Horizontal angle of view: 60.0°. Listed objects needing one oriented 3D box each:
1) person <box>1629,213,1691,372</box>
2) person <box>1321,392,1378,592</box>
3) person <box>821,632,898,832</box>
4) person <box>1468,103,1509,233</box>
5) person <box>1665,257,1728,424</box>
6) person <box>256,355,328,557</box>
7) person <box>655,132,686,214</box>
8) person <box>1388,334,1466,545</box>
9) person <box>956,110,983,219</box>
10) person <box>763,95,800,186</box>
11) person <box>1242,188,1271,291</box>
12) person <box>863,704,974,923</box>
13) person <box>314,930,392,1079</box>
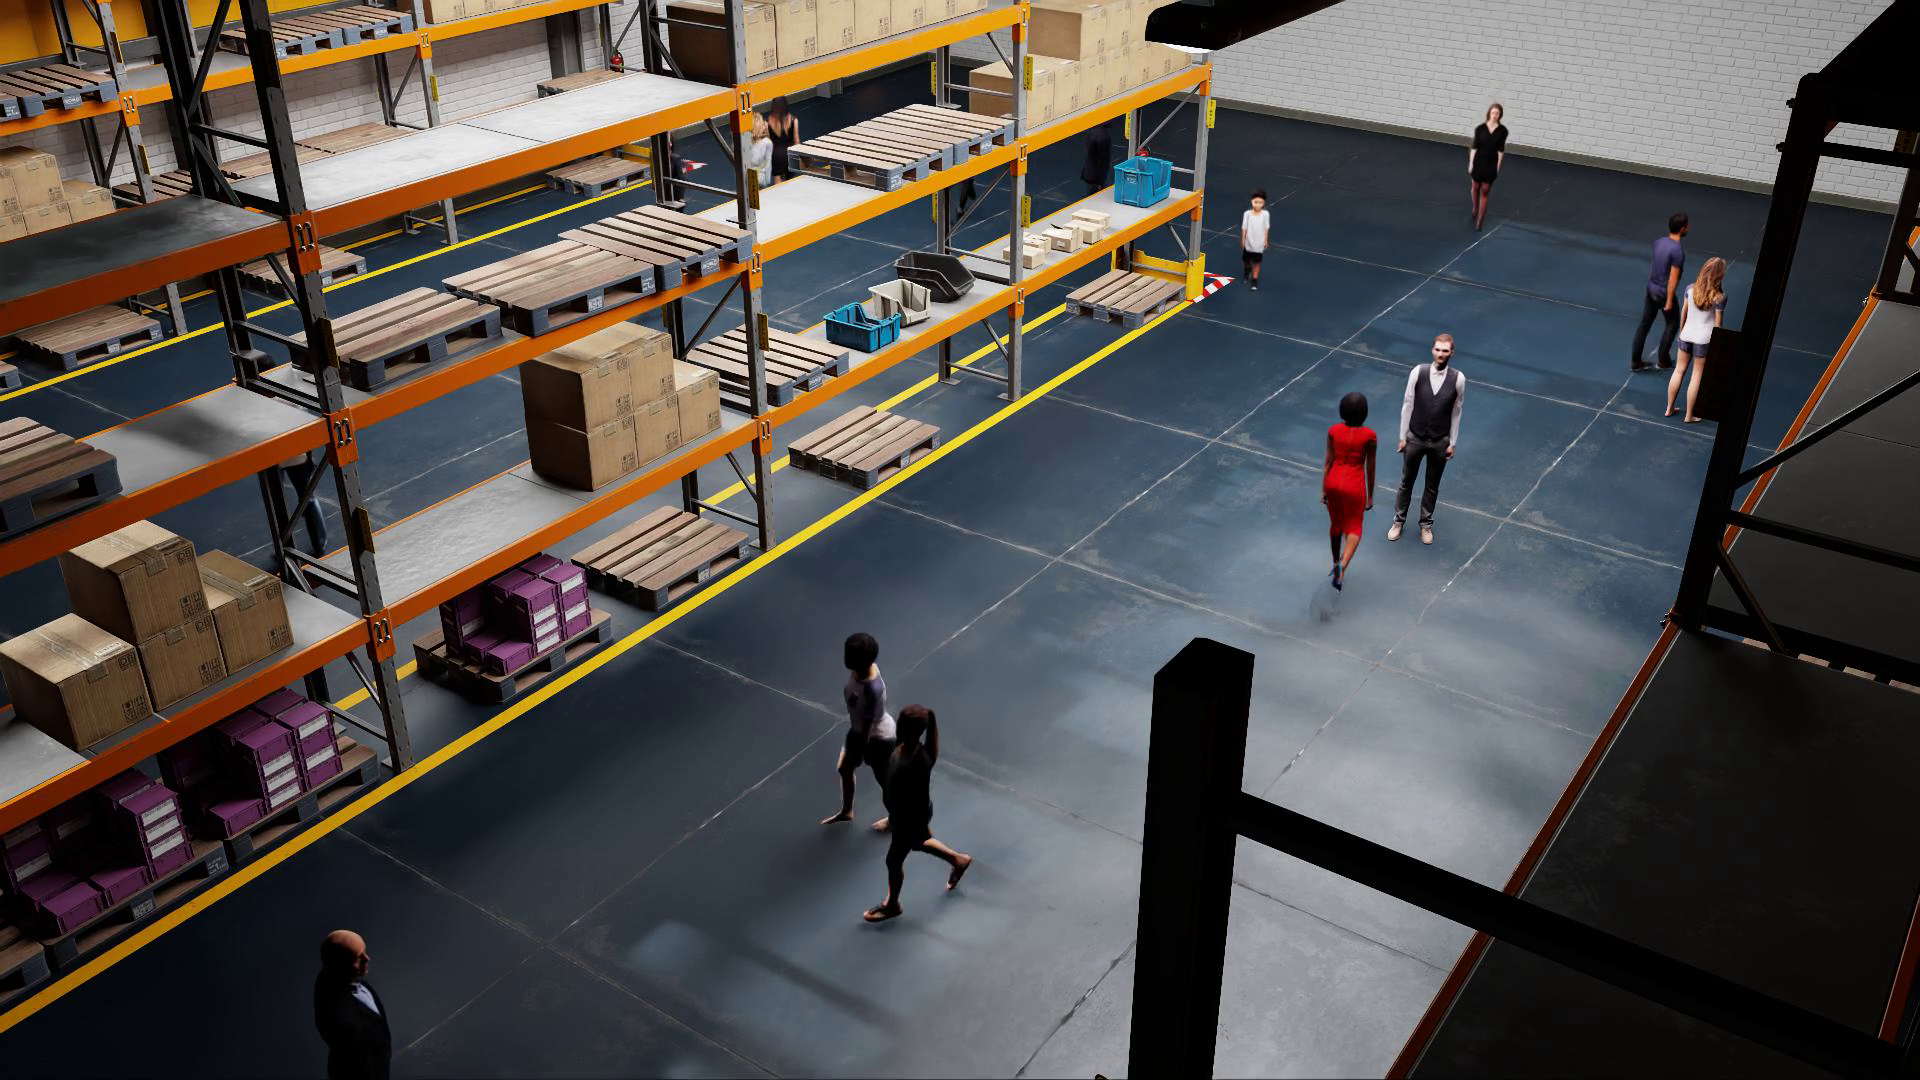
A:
[{"bbox_3d":[7.517,-2.658,18.013,0.961,1.775,0.898,-7,29,-12],"label":"person"},{"bbox_3d":[3.182,-0.349,13.837,0.725,1.719,0.980,13,31,23],"label":"person"},{"bbox_3d":[-0.519,1.275,11.043,0.883,1.544,0.782,-11,31,-20],"label":"person"},{"bbox_3d":[7.108,-5.084,22.586,0.797,1.654,1.145,9,30,16],"label":"person"},{"bbox_3d":[7.501,-2.044,16.931,0.645,1.733,0.661,-19,34,-31],"label":"person"},{"bbox_3d":[-5.835,-0.693,14.326,0.654,1.855,0.807,-16,33,-27],"label":"person"},{"bbox_3d":[-3.678,-4.386,21.261,0.690,1.698,0.716,9,30,15],"label":"person"},{"bbox_3d":[4.123,-0.913,14.644,0.723,1.937,0.681,9,30,16],"label":"person"},{"bbox_3d":[0.082,-5.142,22.913,0.638,1.443,0.985,15,32,25],"label":"person"},{"bbox_3d":[-2.439,-5.268,22.858,0.750,1.716,0.825,-7,29,-13],"label":"person"},{"bbox_3d":[3.652,-3.739,20.543,0.616,1.250,0.706,5,29,8],"label":"person"},{"bbox_3d":[-0.248,1.661,10.347,1.073,1.533,0.867,-13,31,-22],"label":"person"},{"bbox_3d":[-2.964,2.661,8.238,0.782,1.797,0.771,-11,31,-20],"label":"person"}]
